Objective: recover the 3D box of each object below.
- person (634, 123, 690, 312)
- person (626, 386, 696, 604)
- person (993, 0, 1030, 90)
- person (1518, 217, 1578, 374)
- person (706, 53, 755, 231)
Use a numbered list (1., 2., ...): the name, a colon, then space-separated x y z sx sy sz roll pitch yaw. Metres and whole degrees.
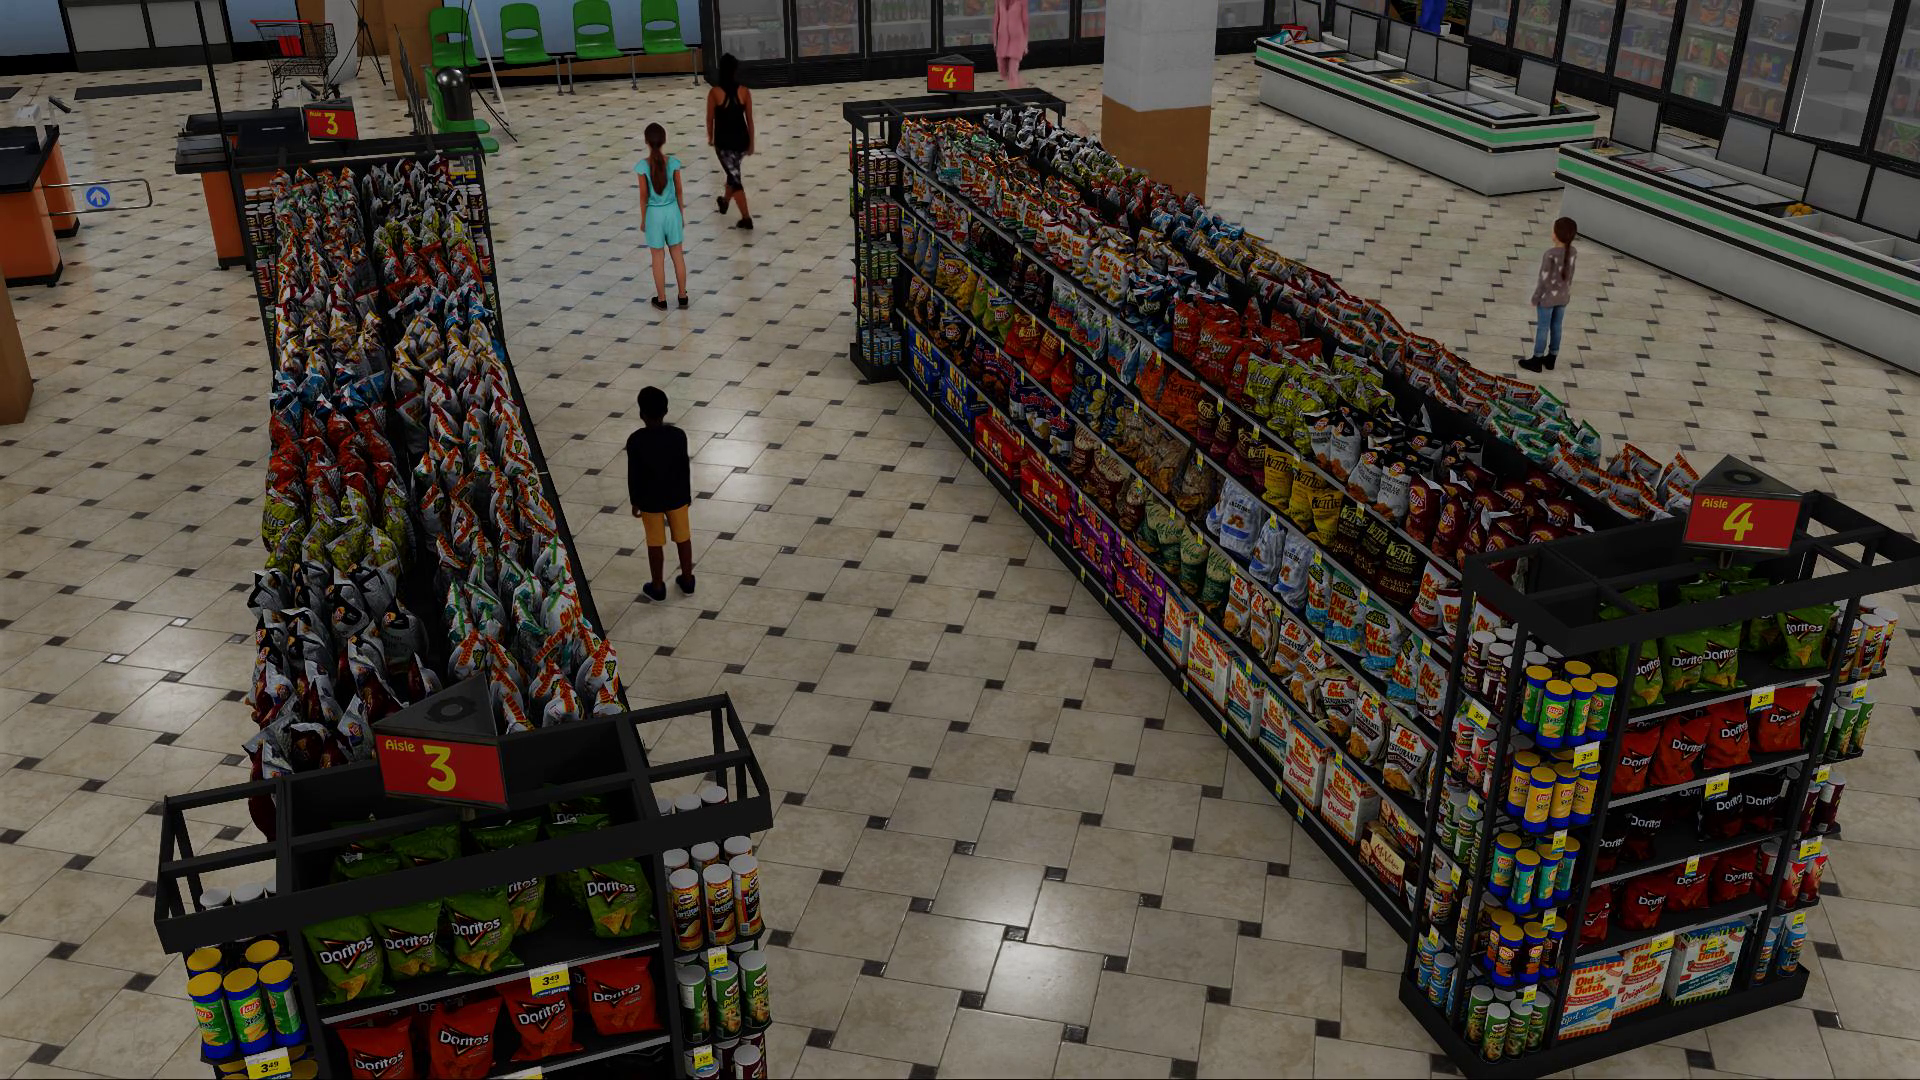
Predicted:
1. person: -2.477 -2.694 13.844 0.534 1.557 0.521 -9 28 -18
2. person: -1.675 -0.257 9.358 0.532 1.268 0.551 -13 30 -24
3. person: 0.667 -6.046 20.199 0.946 1.787 1.011 11 29 21
4. person: 4.495 -1.859 12.598 0.486 1.194 0.469 -11 29 -20
5. person: -2.155 -3.760 15.869 0.670 1.627 1.090 -13 30 -25
